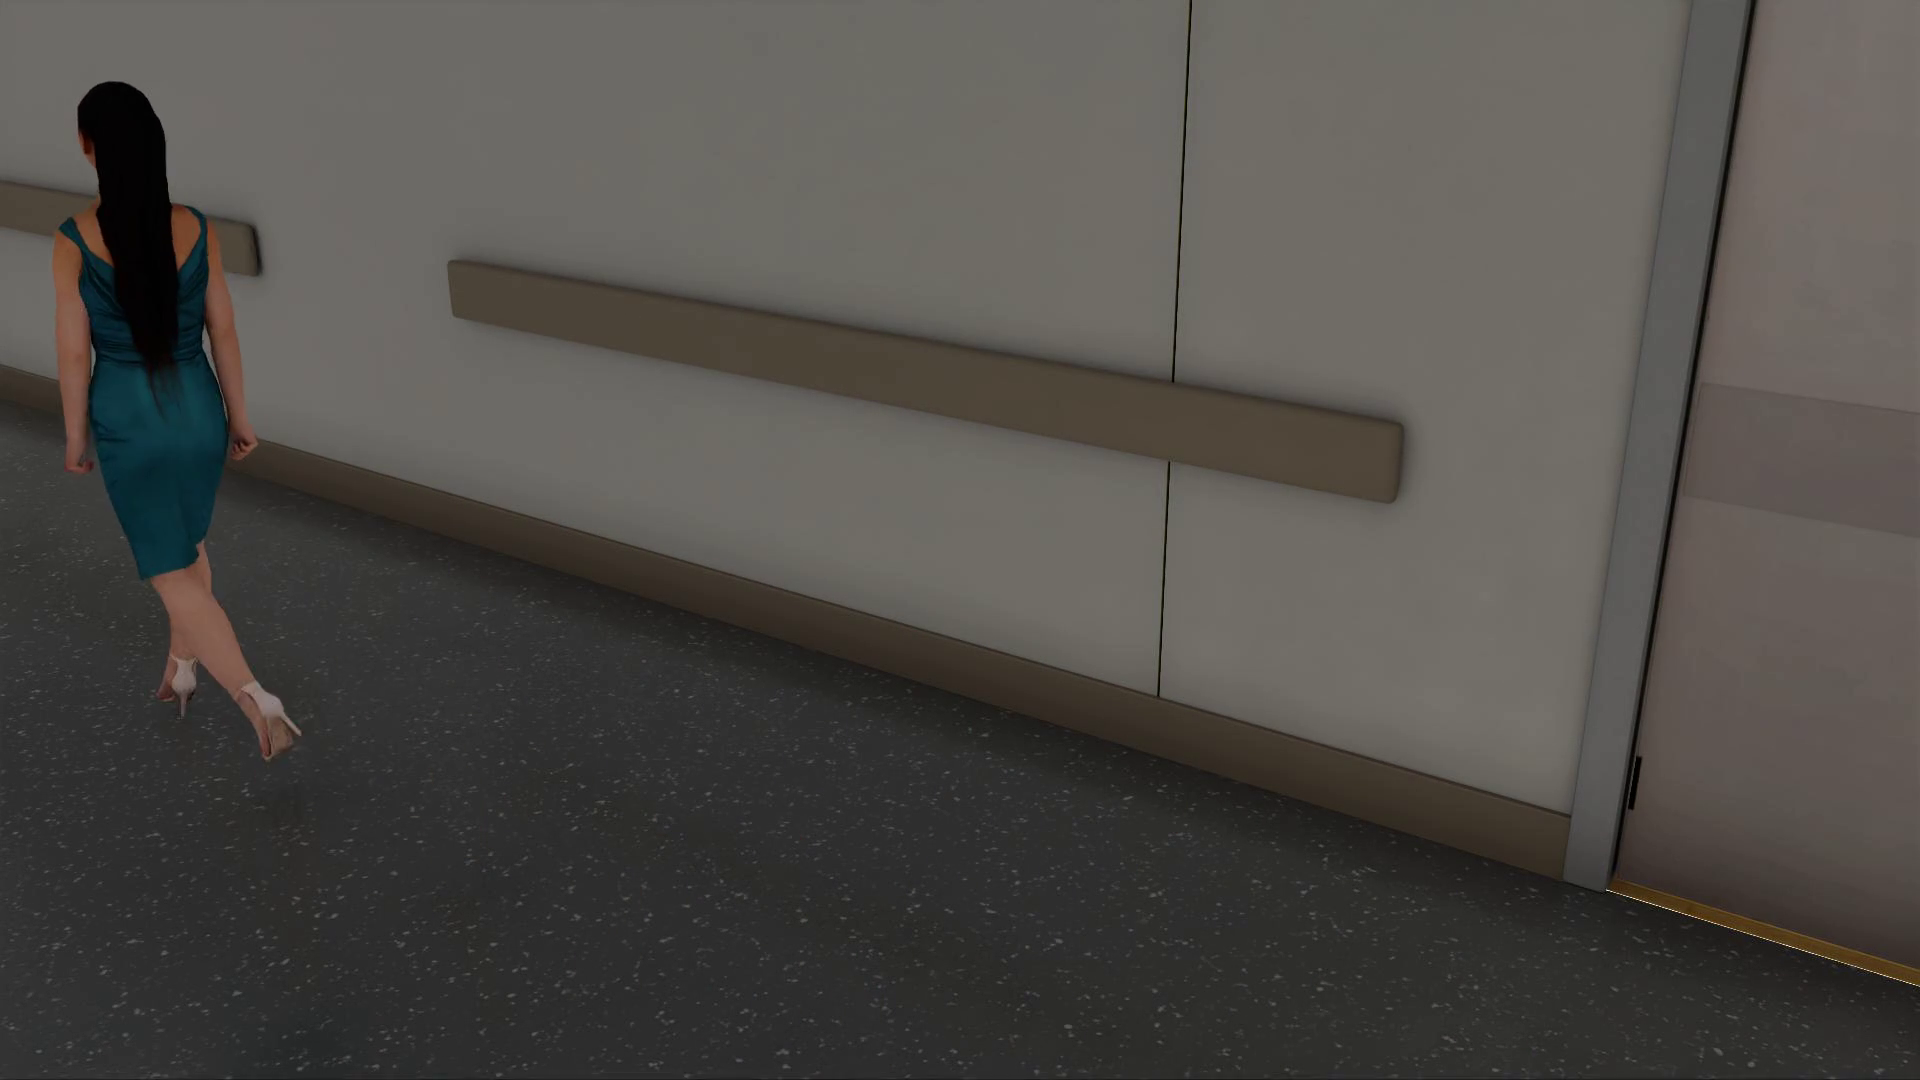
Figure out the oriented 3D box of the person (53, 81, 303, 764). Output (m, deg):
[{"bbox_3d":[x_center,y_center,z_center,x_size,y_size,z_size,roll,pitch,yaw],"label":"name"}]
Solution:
[{"bbox_3d":[-1.887,-0.210,4.000,0.725,1.651,1.005,18,27,40],"label":"person"}]
